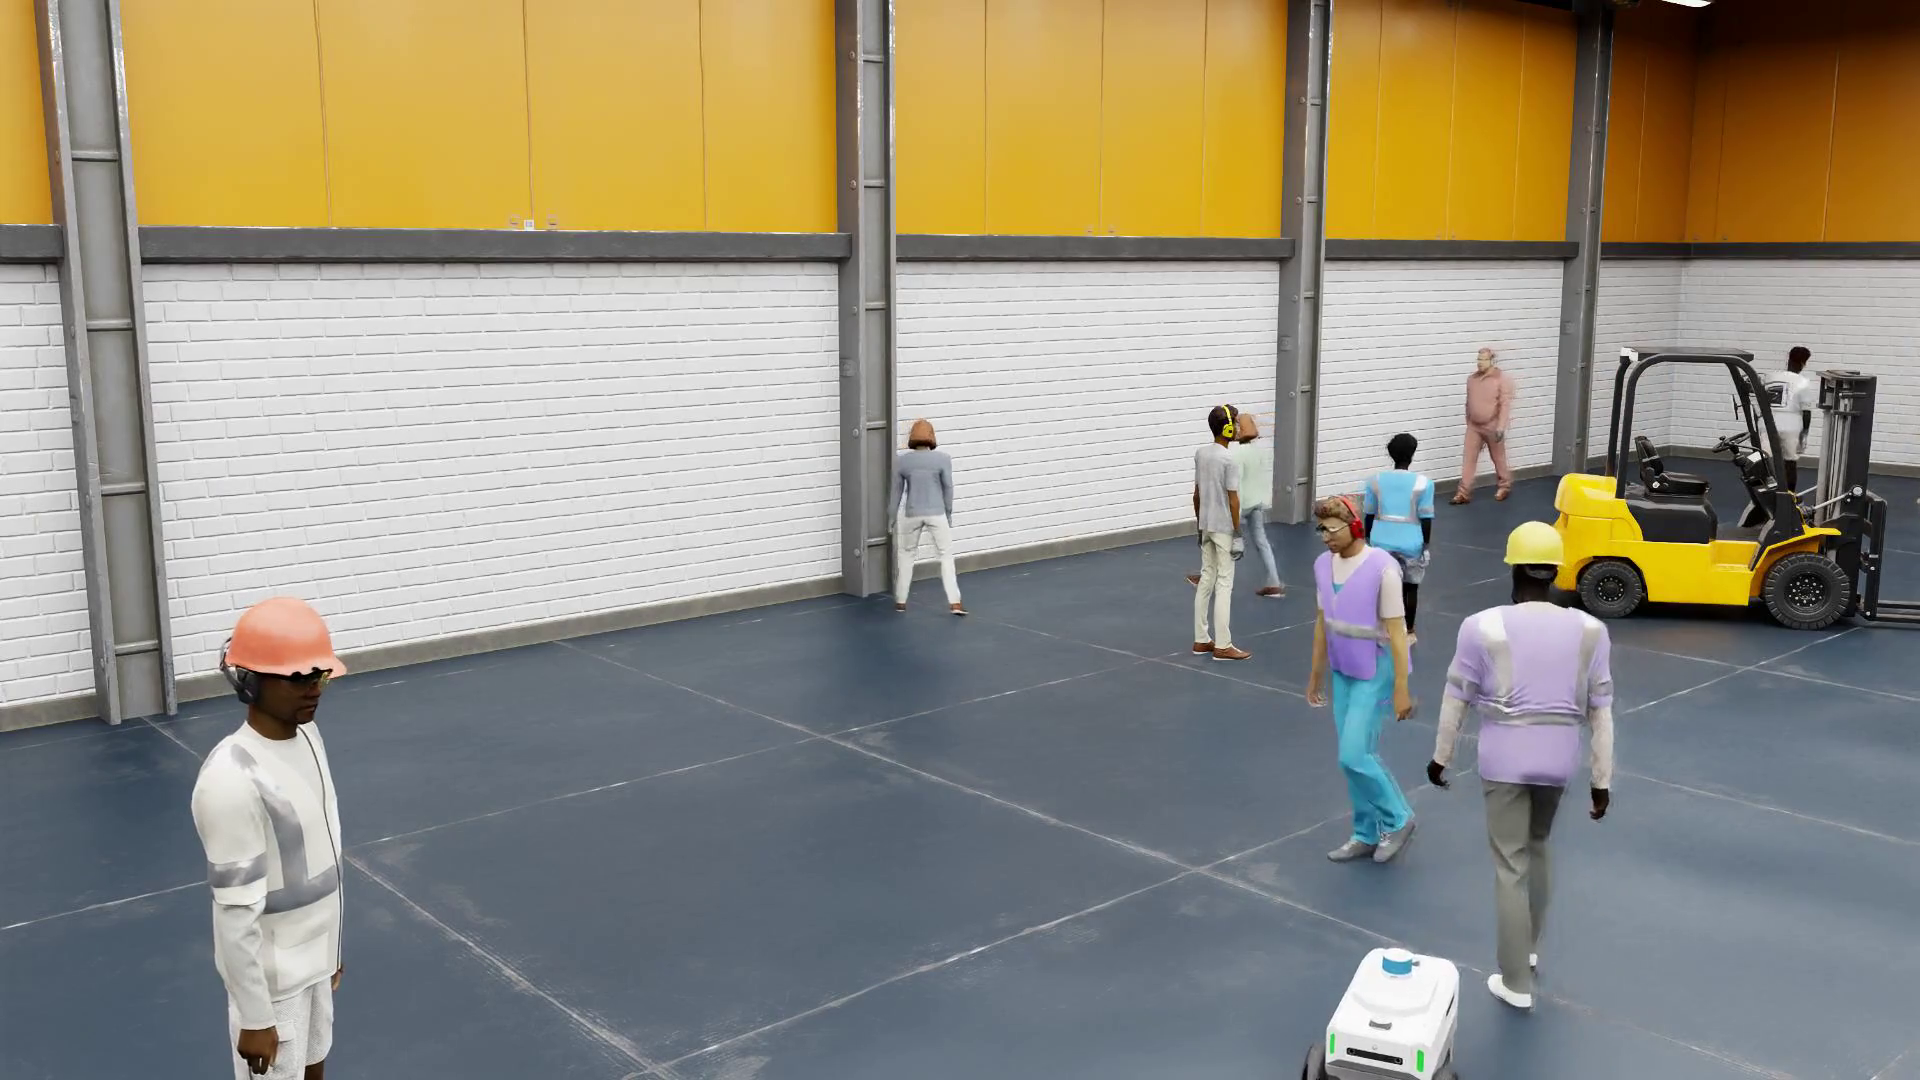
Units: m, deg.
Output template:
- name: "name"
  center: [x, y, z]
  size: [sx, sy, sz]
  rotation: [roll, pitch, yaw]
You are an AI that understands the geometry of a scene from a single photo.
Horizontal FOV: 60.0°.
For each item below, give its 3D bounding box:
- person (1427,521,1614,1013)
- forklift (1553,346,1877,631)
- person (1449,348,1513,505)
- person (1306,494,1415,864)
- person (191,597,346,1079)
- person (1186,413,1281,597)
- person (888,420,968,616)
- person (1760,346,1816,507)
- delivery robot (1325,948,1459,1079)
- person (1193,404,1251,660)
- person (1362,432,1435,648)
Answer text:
- name: "person"
  center: [2.230, 0.872, 6.669]
  size: [0.613, 1.897, 0.768]
  rotation: [-1, 10, -5]
- name: "forklift"
  center: [6.109, -0.478, 13.691]
  size: [2.313, 2.155, 1.214]
  rotation: [3, 10, 16]
- name: "person"
  center: [6.285, -1.355, 19.826]
  size: [0.989, 1.861, 0.654]
  rotation: [-8, 13, -40]
- name: "person"
  center: [1.917, 0.677, 8.034]
  size: [0.483, 1.810, 0.617]
  rotation: [-4, 10, -22]
- name: "person"
  center: [-1.825, 1.156, 4.568]
  size: [0.386, 2.039, 0.615]
  rotation: [-1, 10, -4]
- name: "person"
  center: [2.428, -0.304, 14.450]
  size: [0.870, 1.584, 0.525]
  rotation: [8, 12, 38]
- name: "person"
  center: [-0.277, -0.176, 13.655]
  size: [0.653, 1.610, 0.420]
  rotation: [2, 10, 13]
- name: "person"
  center: [9.527, -1.266, 19.151]
  size: [0.595, 1.901, 0.974]
  rotation: [9, 13, 42]
- name: "delivery robot"
  center: [1.497, 1.650, 5.727]
  size: [0.477, 0.478, 0.707]
  rotation: [5, 10, 25]
- name: "person"
  center: [1.911, -0.057, 12.174]
  size: [0.329, 1.872, 0.508]
  rotation: [-5, 11, -28]
- name: "person"
  center: [3.200, 0.038, 12.228]
  size: [0.535, 1.661, 0.845]
  rotation: [5, 11, 28]
